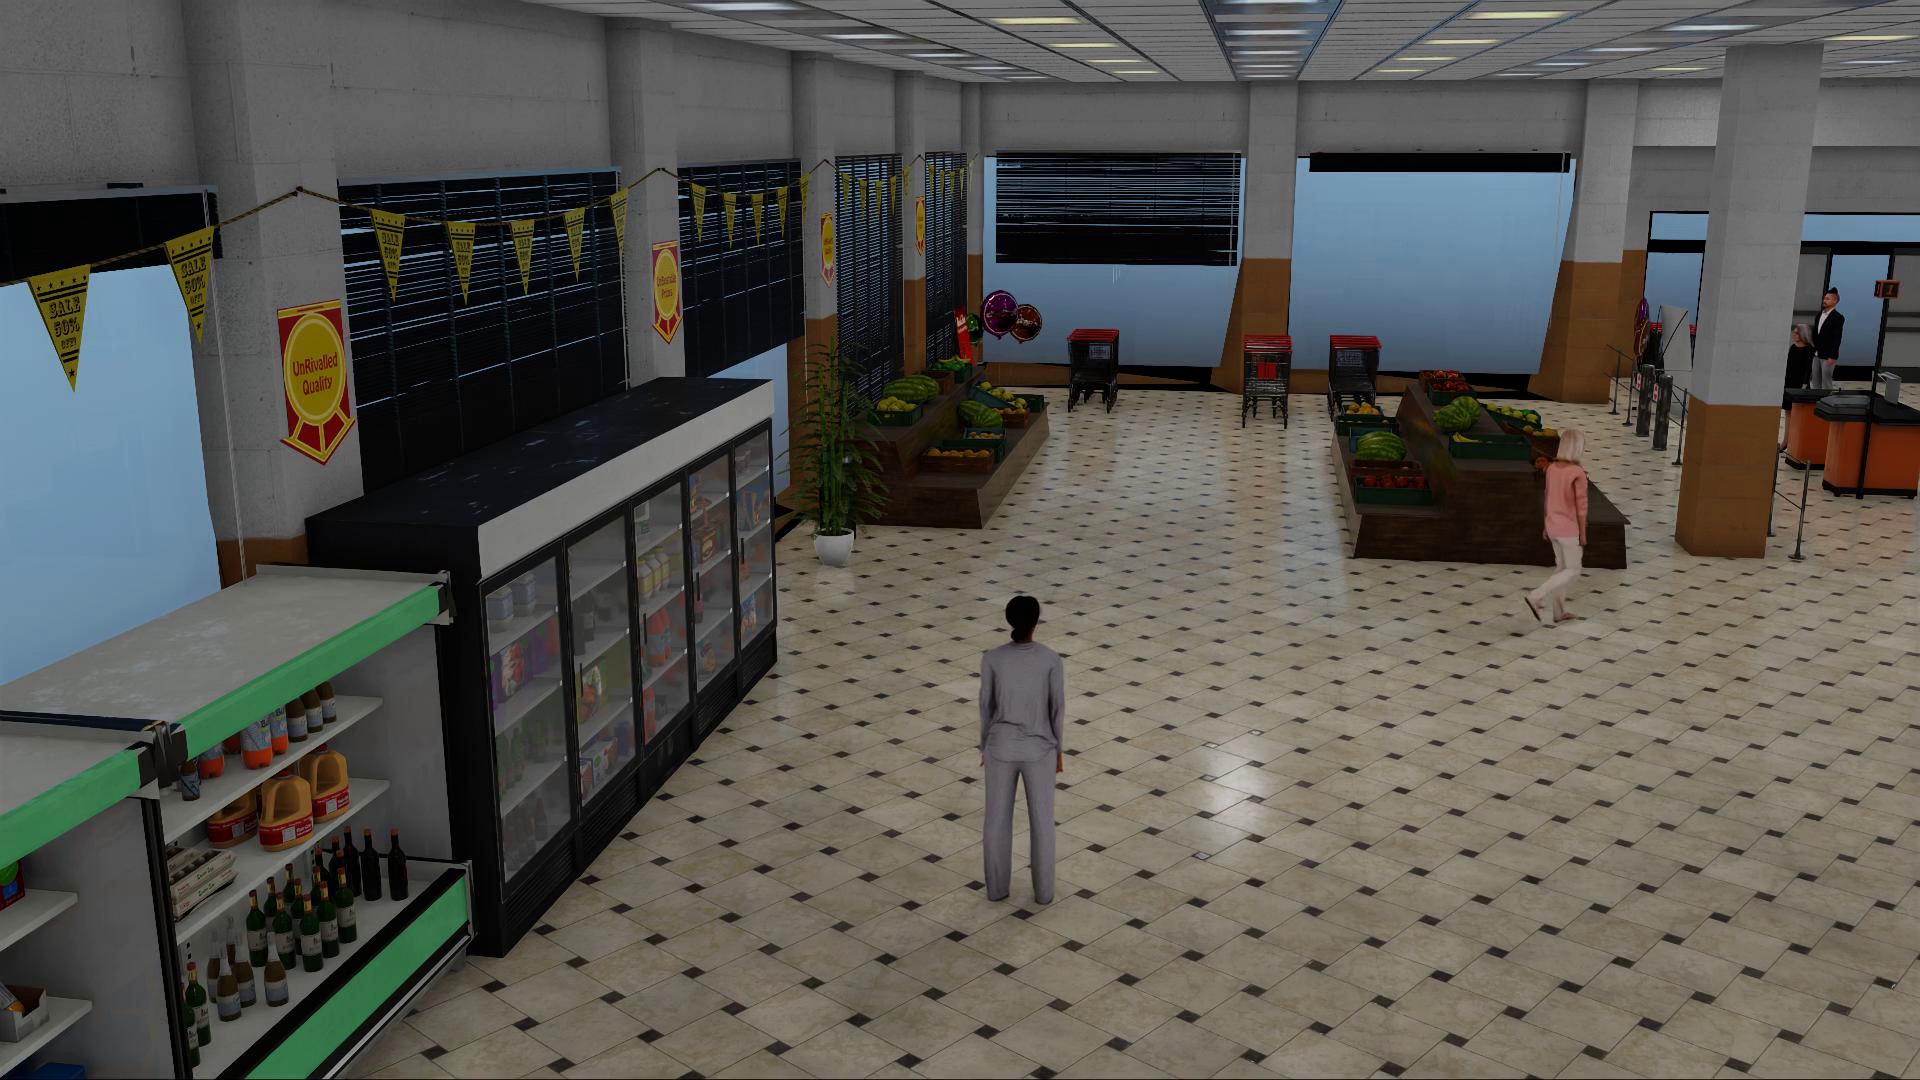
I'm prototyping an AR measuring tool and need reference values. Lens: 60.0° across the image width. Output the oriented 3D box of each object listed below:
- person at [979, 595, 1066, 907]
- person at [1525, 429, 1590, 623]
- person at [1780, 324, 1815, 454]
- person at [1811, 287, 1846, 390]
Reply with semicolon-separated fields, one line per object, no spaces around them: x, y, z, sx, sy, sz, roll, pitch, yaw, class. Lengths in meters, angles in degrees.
0.336;1.150;9.130;0.620;1.733;0.525;2;14;9;person
5.129;-0.081;14.266;0.932;1.706;0.938;-6;15;-22;person
11.099;-2.002;22.099;0.745;1.746;0.630;-3;14;-12;person
13.090;-2.847;25.151;0.847;1.949;0.691;-3;14;-13;person
